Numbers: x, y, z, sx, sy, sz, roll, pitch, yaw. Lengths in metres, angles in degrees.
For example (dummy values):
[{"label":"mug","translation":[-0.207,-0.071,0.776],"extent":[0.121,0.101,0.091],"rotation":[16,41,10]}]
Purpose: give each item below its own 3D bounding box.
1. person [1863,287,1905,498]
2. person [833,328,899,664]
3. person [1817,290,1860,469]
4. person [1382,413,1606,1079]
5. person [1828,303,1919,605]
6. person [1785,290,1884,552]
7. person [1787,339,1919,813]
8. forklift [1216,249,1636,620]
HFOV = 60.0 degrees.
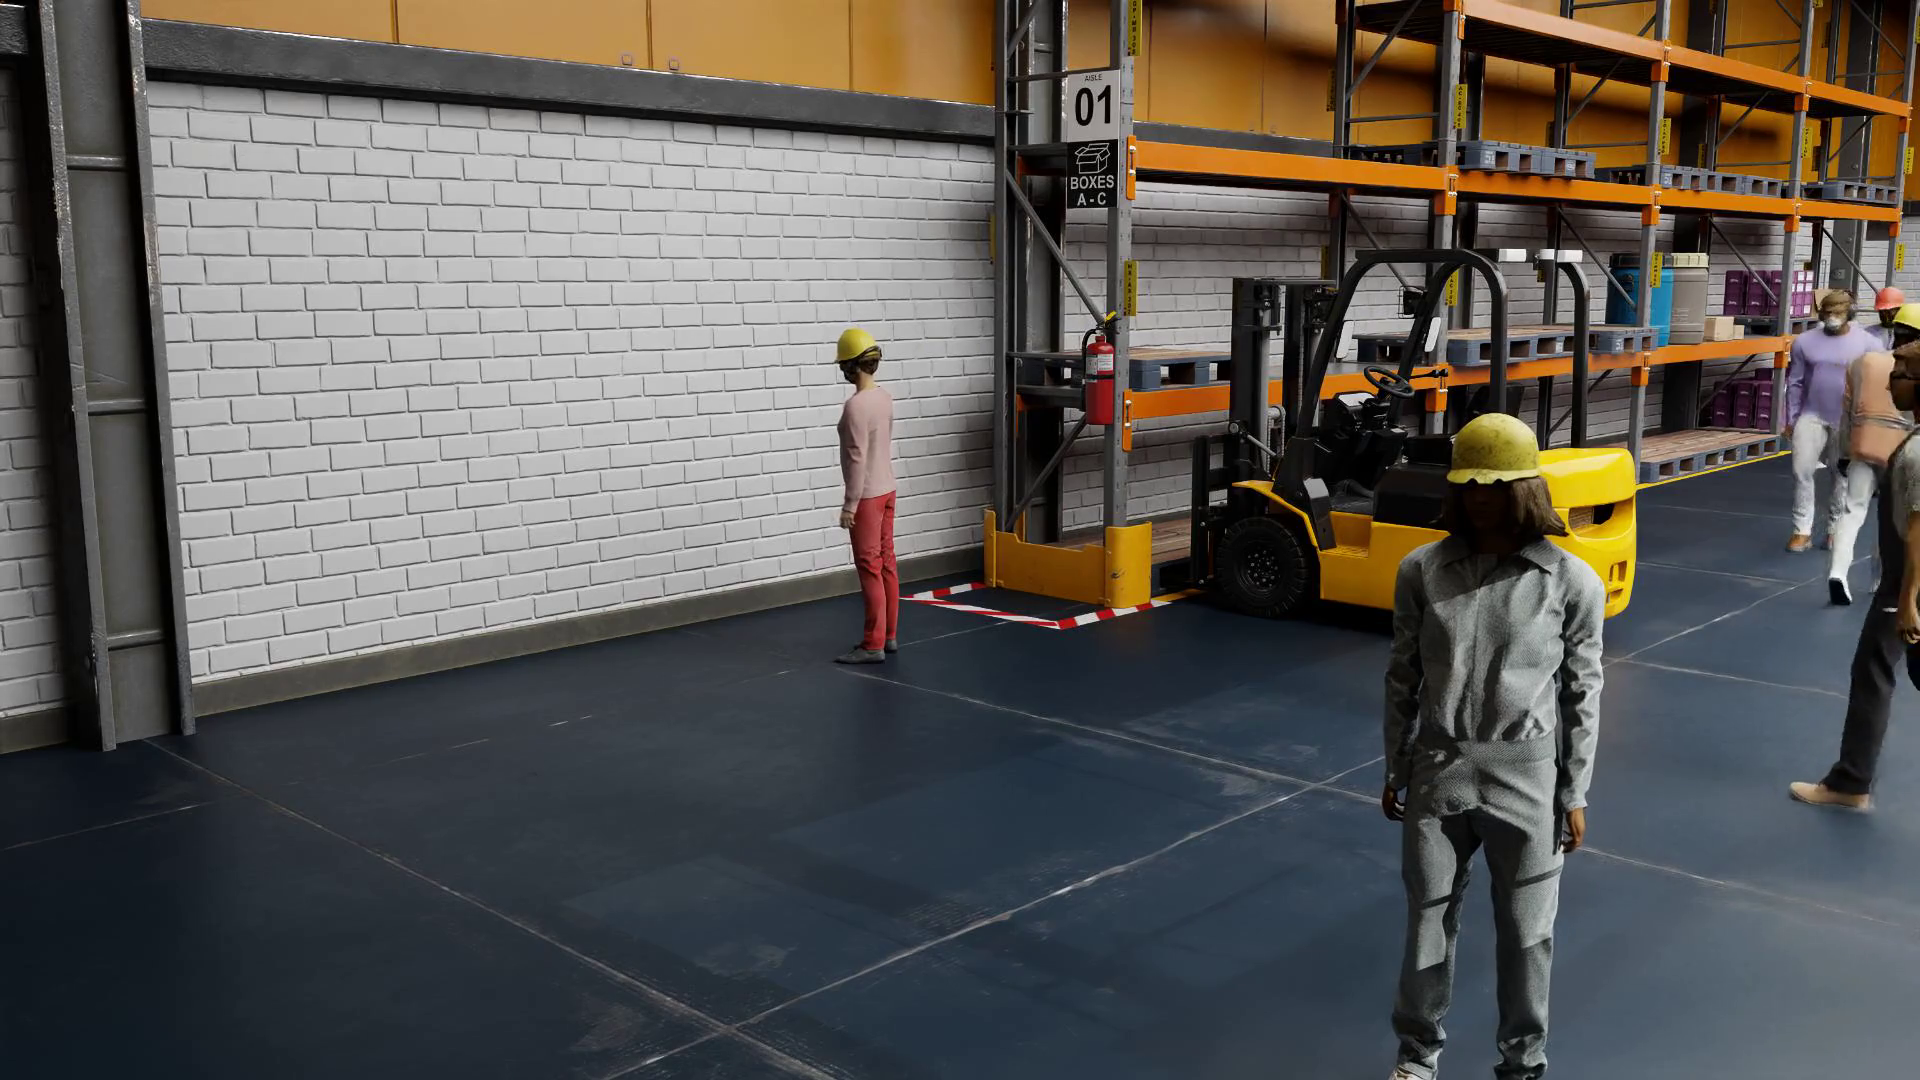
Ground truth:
[{"label":"person","translation":[8.284,-1.300,14.906],"extent":[0.543,1.905,0.737],"rotation":[8,12,39]},{"label":"person","translation":[-0.506,-0.225,8.750],"extent":[0.329,1.762,0.523],"rotation":[3,10,17]},{"label":"person","translation":[9.096,-1.665,17.289],"extent":[0.509,1.860,0.318],"rotation":[-2,10,-13]},{"label":"person","translation":[1.233,0.571,3.924],"extent":[0.492,1.742,0.316],"rotation":[5,11,30]},{"label":"person","translation":[5.691,-0.531,10.299],"extent":[0.949,1.869,0.630],"rotation":[-8,12,-40]},{"label":"person","translation":[6.315,-0.844,12.080],"extent":[0.662,1.905,0.767],"rotation":[8,12,39]},{"label":"person","translation":[3.603,0.169,6.195],"extent":[0.526,1.853,0.679],"rotation":[-8,12,-41]},{"label":"forklift","translation":[2.710,-0.584,9.626],"extent":[2.313,2.155,1.214],"rotation":[9,13,43]}]
